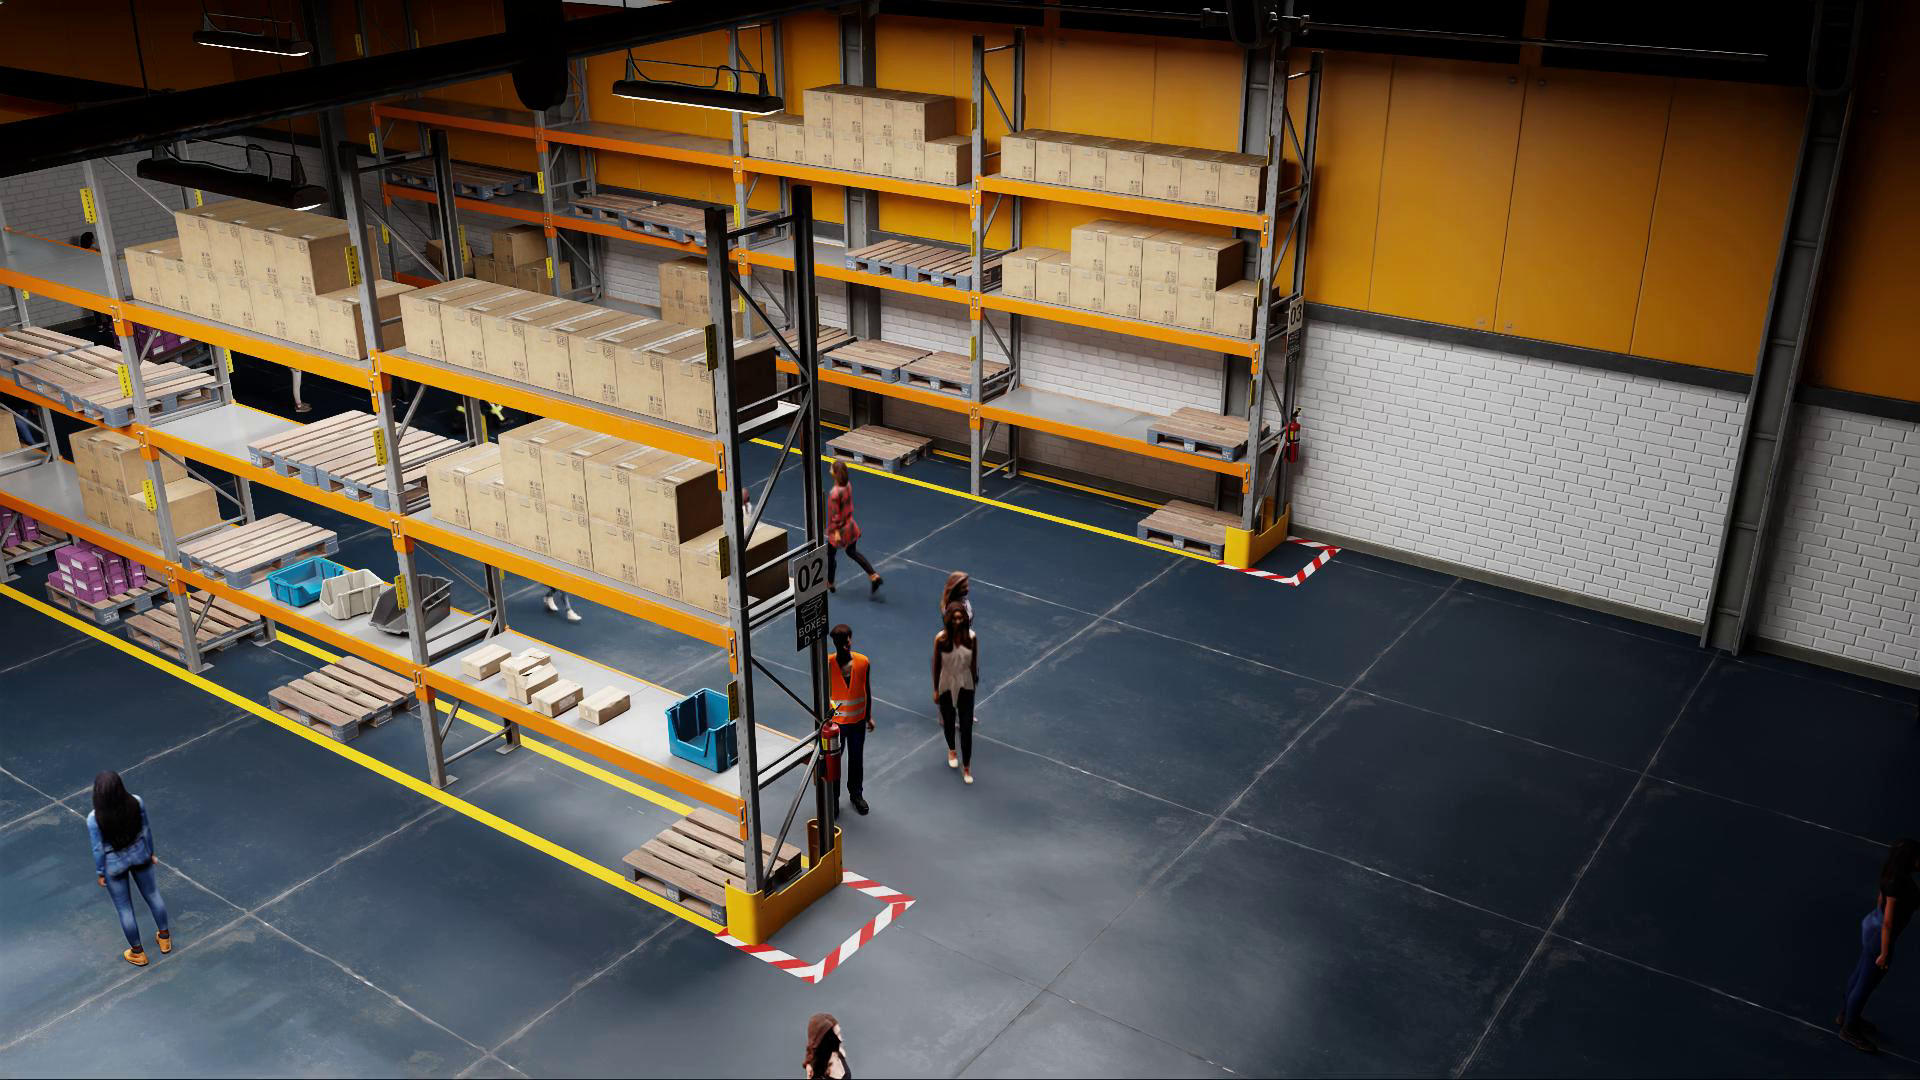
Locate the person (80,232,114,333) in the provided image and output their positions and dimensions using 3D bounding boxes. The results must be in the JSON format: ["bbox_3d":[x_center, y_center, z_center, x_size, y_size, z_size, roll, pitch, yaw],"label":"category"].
[{"bbox_3d":[-15.207,-4.555,29.313,0.642,1.769,0.752,3,24,6],"label":"person"}]

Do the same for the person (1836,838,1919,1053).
[{"bbox_3d":[6.767,2.931,12.227,0.564,1.738,0.586,12,26,25],"label":"person"}]

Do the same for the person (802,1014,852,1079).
[{"bbox_3d":[-0.831,3.698,10.461,0.619,1.747,0.650,7,25,16],"label":"person"}]

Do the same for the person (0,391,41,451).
[{"bbox_3d":[-12.956,-1.747,22.969,1.175,1.705,0.891,6,24,13],"label":"person"}]

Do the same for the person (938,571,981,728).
[{"bbox_3d":[-0.122,1.076,16.501,0.624,1.715,0.618,14,27,28],"label":"person"}]

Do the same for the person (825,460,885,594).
[{"bbox_3d":[-1.286,-0.108,19.252,1.127,1.680,0.778,10,25,21],"label":"person"}]

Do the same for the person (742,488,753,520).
[{"bbox_3d":[-2.577,-0.134,20.162,0.744,0.998,0.472,19,30,36],"label":"person"}]

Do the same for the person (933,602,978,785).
[{"bbox_3d":[-0.067,1.371,15.765,0.911,1.762,0.953,-2,24,-5],"label":"person"}]

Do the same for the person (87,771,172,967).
[{"bbox_3d":[-6.554,2.563,13.102,0.538,1.712,0.619,19,30,37],"label":"person"}]

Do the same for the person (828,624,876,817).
[{"bbox_3d":[-1.041,1.606,15.075,0.803,1.885,0.840,-7,25,-15],"label":"person"}]
